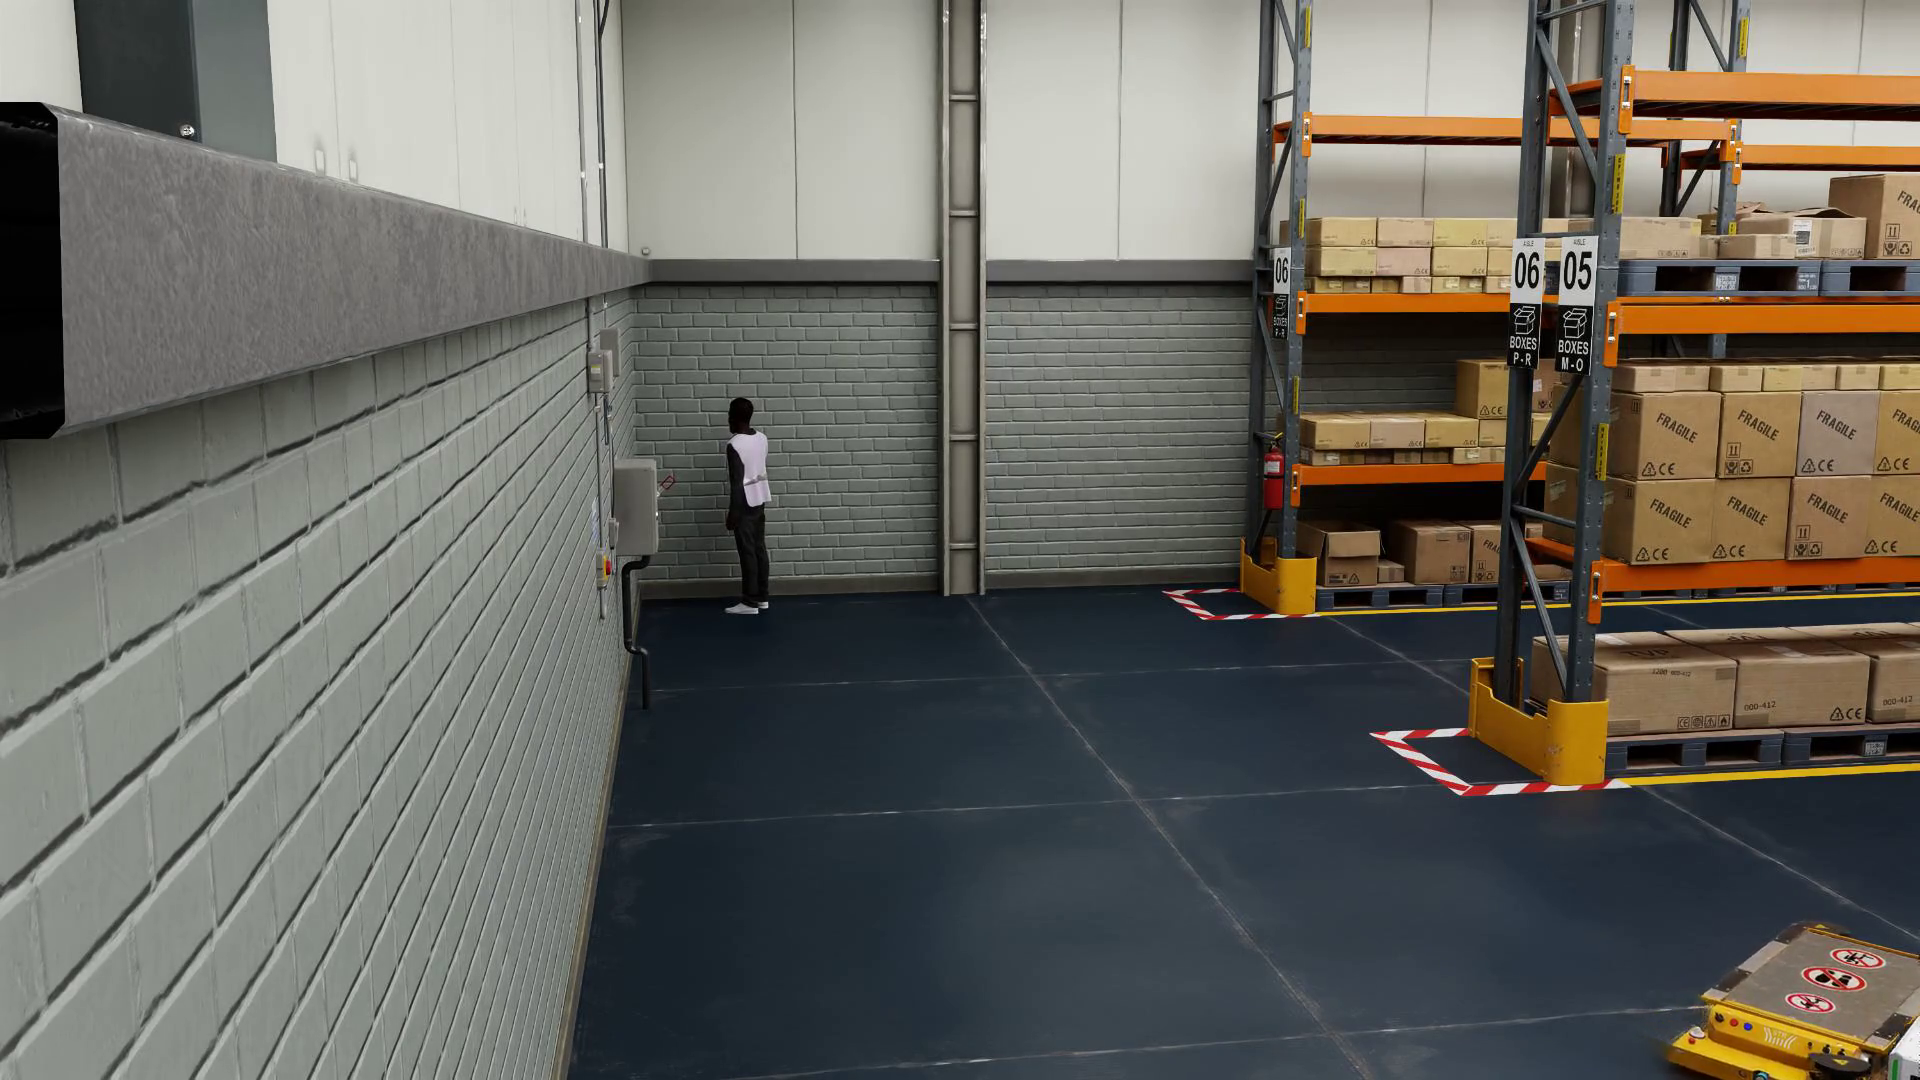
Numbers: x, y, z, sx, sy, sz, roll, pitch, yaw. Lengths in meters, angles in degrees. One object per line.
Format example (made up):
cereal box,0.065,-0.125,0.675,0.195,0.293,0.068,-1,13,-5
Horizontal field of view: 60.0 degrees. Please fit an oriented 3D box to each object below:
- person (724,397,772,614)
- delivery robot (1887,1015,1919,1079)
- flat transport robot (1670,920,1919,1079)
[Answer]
person,-1.881,-0.300,14.724,0.397,1.920,0.587,3,10,20
delivery robot,3.463,1.790,5.735,0.477,0.478,0.707,8,12,42
flat transport robot,3.418,1.846,6.554,0.652,0.197,1.431,9,13,44
